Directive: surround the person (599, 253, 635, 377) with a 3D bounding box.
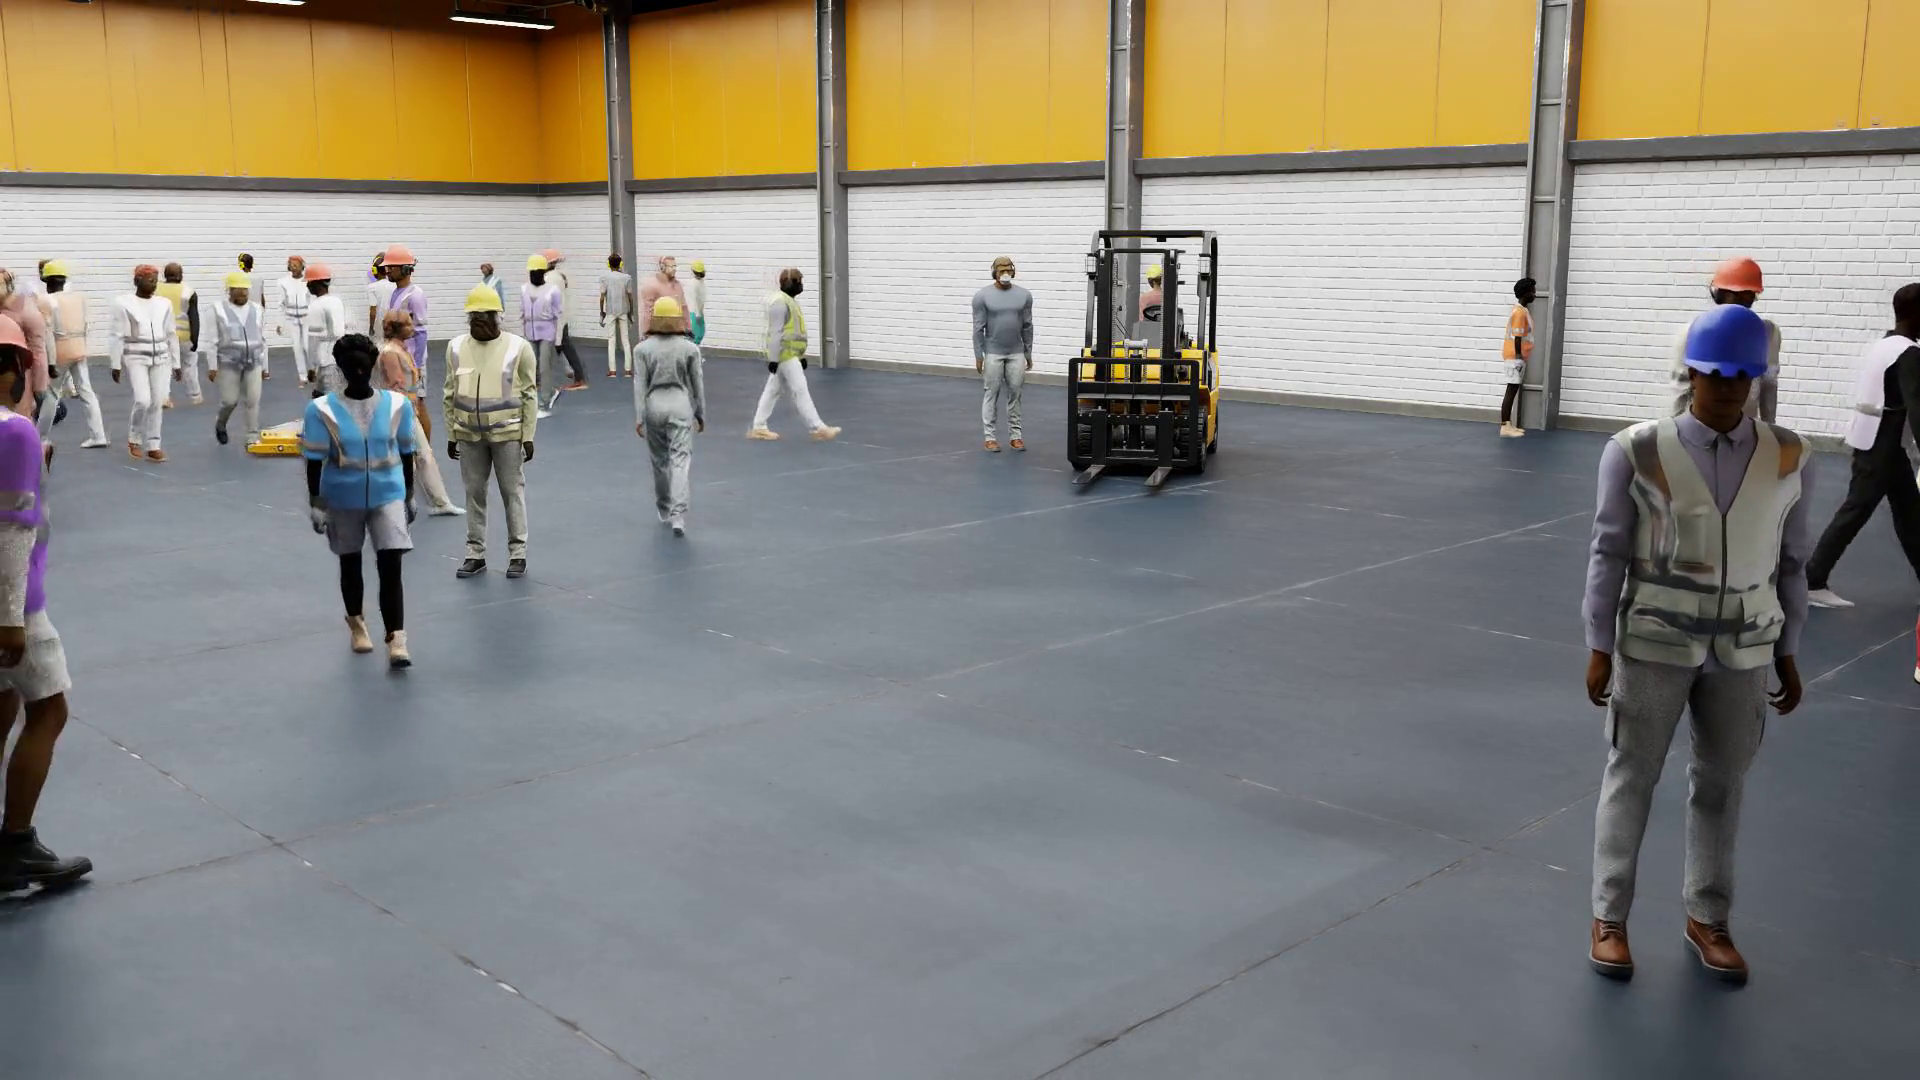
[{"bbox_3d":[-5.192,-3.397,25.141,0.532,1.868,0.310,-3,11,-18],"label":"person"}]

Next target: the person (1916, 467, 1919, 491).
[{"bbox_3d":[6.920,-0.812,11.683,0.285,1.634,0.499,4,11,19],"label":"person"}]

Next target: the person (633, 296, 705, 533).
[{"bbox_3d":[-2.101,-0.913,12.063,0.501,1.696,0.912,-2,11,-10],"label":"person"}]

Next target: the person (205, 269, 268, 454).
[{"bbox_3d":[-7.112,-1.755,16.359,0.600,1.808,0.655,-10,14,-42],"label":"person"}]

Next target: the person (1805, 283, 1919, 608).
[{"bbox_3d":[5.320,-0.510,9.420,1.019,1.863,0.612,4,11,19],"label":"person"}]

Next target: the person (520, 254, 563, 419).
[{"bbox_3d":[-4.891,-2.386,19.490,0.603,1.916,0.512,5,12,26],"label":"person"}]

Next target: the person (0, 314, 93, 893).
[{"bbox_3d":[-3.170,0.191,5.506,0.577,1.889,0.506,6,12,30],"label":"person"}]

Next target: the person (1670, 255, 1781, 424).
[{"bbox_3d":[4.404,-0.637,9.670,0.628,2.020,0.644,0,10,-3],"label":"person"}]

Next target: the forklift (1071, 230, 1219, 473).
[{"bbox_3d":[1.804,-1.825,15.677,1.214,2.155,2.313,2,11,13],"label":"forklift"}]

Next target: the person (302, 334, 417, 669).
[{"bbox_3d":[-2.952,-0.195,8.248,0.534,1.644,0.869,-5,12,-25],"label":"person"}]

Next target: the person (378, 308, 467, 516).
[{"bbox_3d":[-4.231,-0.938,12.488,0.871,1.595,0.526,-1,10,-6],"label":"person"}]

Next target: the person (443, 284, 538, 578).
[{"bbox_3d":[-2.935,-0.673,10.383,0.591,1.833,0.403,1,10,3],"label":"person"}]

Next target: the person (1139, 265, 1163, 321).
[{"bbox_3d":[2.426,-2.517,20.613,0.525,1.772,0.305,-6,12,-28],"label":"person"}]

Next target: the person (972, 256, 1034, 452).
[{"bbox_3d":[0.424,-1.828,16.429,0.627,1.934,0.360,-3,11,-17],"label":"person"}]

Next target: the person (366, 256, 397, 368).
[{"bbox_3d":[-7.116,-2.557,20.556,0.315,1.869,0.534,6,12,31],"label":"person"}]

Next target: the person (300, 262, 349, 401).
[{"bbox_3d":[-6.176,-1.779,16.304,1.024,1.887,0.552,1,10,5],"label":"person"}]

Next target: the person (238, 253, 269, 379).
[{"bbox_3d":[-10.490,-3.296,24.587,0.329,1.872,0.509,5,11,24],"label":"person"}]

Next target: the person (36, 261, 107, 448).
[{"bbox_3d":[-9.020,-1.850,16.705,0.999,1.864,0.616,3,11,18],"label":"person"}]

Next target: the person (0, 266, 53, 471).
[{"bbox_3d":[-7.824,-1.323,13.767,0.656,1.887,0.672,3,11,16],"label":"person"}]

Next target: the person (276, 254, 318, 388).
[{"bbox_3d":[-9.199,-3.035,23.184,0.590,1.867,0.416,-1,10,-6],"label":"person"}]

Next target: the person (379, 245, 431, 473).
[{"bbox_3d":[-5.010,-1.630,15.024,0.370,2.044,0.608,-9,14,-40],"label":"person"}]

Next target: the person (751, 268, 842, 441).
[{"bbox_3d":[-1.745,-1.912,17.263,0.979,1.786,0.642,0,10,0],"label":"person"}]

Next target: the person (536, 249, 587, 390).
[{"bbox_3d":[-5.622,-3.013,22.864,1.043,1.936,0.648,2,11,10],"label":"person"}]

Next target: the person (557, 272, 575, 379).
[{"bbox_3d":[-6.064,-3.209,24.871,0.800,1.595,0.482,8,13,39],"label":"person"}]

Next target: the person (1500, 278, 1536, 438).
[{"bbox_3d":[5.914,-1.931,17.640,0.321,1.691,0.532,4,11,20],"label":"person"}]

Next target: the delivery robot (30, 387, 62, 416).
[{"bbox_3d":[-10.502,-1.603,18.686,0.707,0.478,0.477,-4,11,-20],"label":"delivery robot"}]

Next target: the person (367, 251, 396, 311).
[{"bbox_3d":[-10.383,-4.290,30.089,0.586,1.837,0.458,-1,10,-6],"label":"person"}]

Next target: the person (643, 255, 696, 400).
[{"bbox_3d":[-3.638,-2.664,21.111,0.846,1.872,0.668,5,11,25],"label":"person"}]

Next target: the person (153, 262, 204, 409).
[{"bbox_3d":[-9.753,-2.541,20.669,0.619,1.802,0.953,-2,11,-10],"label":"person"}]

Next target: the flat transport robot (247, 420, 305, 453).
[{"bbox_3d":[-6.542,-1.056,16.730,0.652,0.197,1.431,0,10,1],"label":"flat transport robot"}]

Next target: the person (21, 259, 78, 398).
[{"bbox_3d":[-11.830,-2.737,21.709,0.630,1.816,0.815,-9,14,-40],"label":"person"}]

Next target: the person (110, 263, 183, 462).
[{"bbox_3d":[-7.620,-1.653,15.613,0.412,1.870,0.600,7,13,34],"label":"person"}]

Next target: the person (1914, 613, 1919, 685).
[{"bbox_3d":[4.765,-0.156,7.747,0.534,1.767,0.319,-2,11,-13],"label":"person"}]

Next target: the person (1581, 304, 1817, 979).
[{"bbox_3d":[2.098,0.304,4.746,0.615,1.942,0.408,1,10,5],"label":"person"}]

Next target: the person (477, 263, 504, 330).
[{"bbox_3d":[-8.766,-4.349,30.987,0.545,1.622,0.369,3,11,18],"label":"person"}]

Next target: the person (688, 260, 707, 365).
[{"bbox_3d":[-4.322,-3.745,27.427,0.447,1.724,0.574,2,11,9],"label":"person"}]
